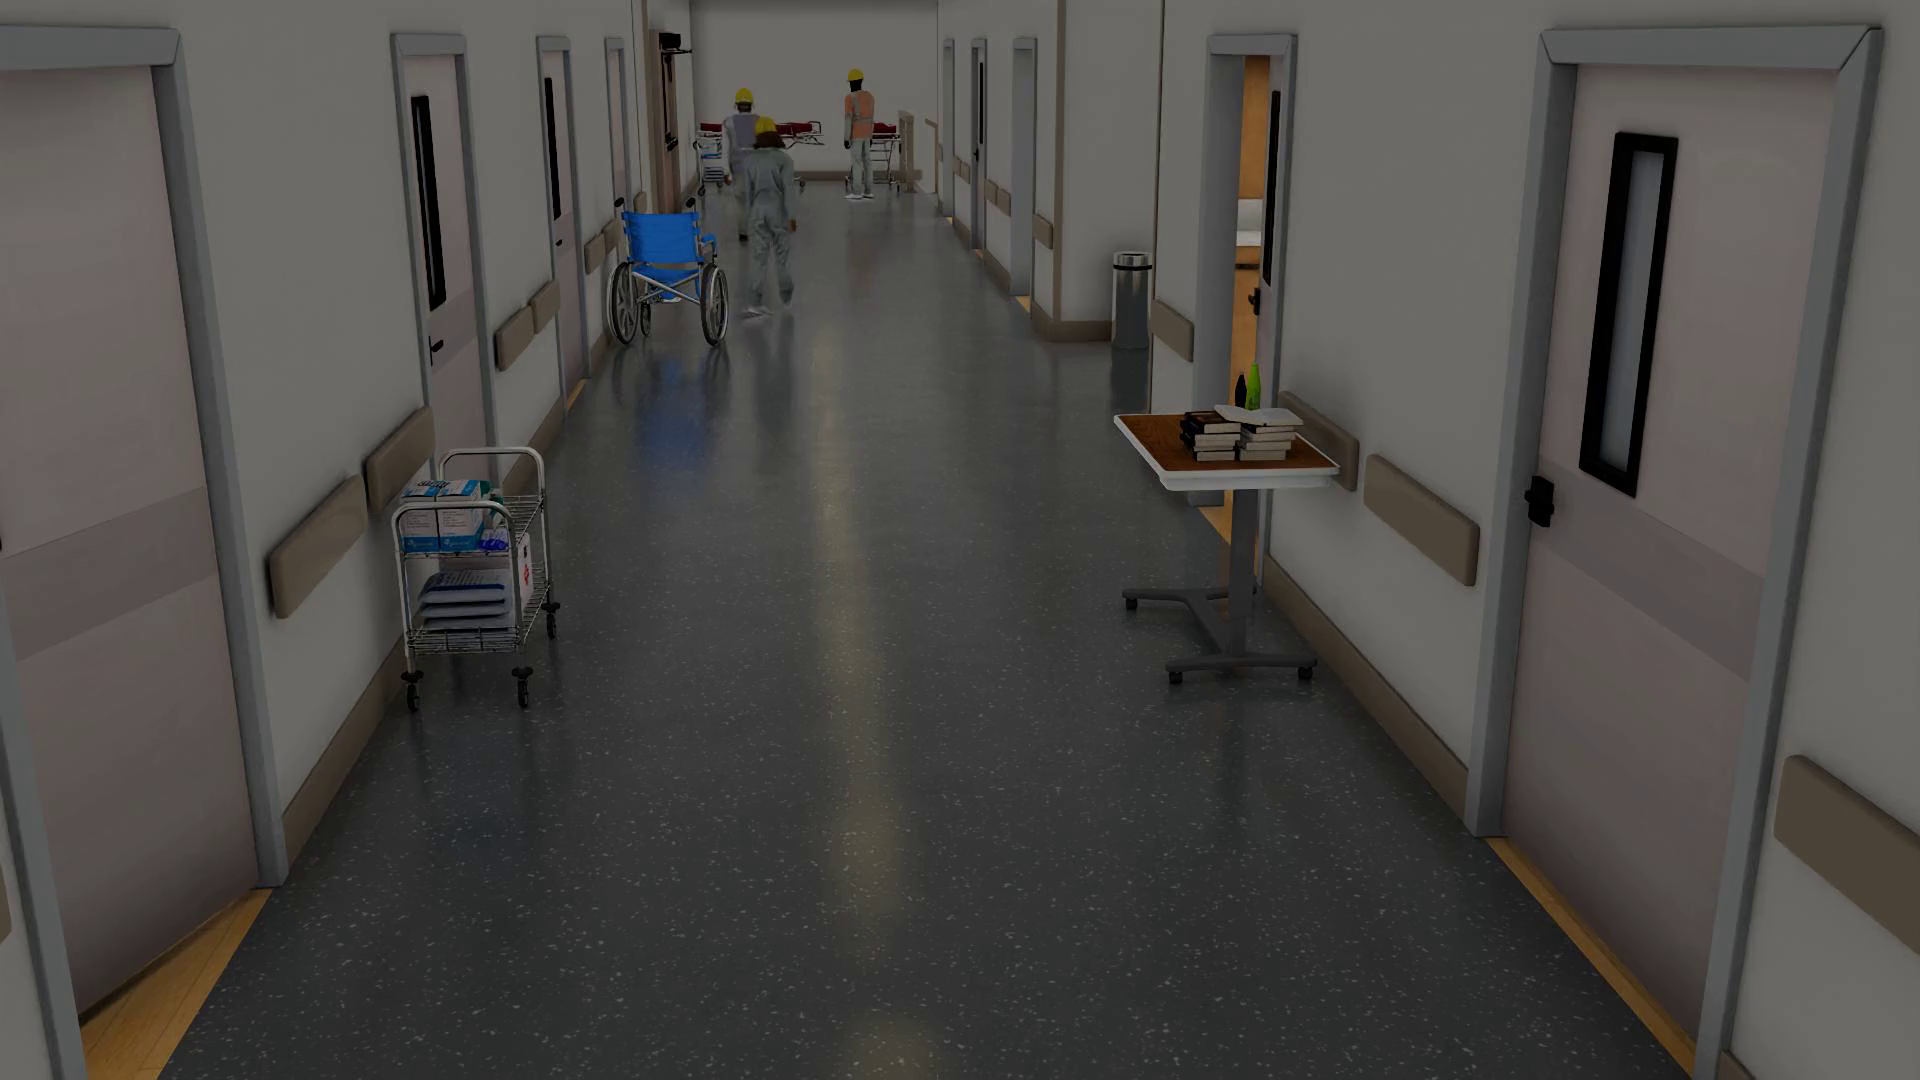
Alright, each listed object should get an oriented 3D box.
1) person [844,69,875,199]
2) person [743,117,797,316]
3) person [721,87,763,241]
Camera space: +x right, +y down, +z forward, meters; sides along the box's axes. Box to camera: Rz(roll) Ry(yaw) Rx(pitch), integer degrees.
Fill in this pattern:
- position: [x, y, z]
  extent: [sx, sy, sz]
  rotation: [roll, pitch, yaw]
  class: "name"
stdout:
- position: [-1.535, -6.118, 25.111]
  extent: [0.397, 1.920, 0.586]
  rotation: [13, 21, 38]
  class: "person"
- position: [-1.649, -2.817, 14.488]
  extent: [0.526, 1.675, 0.884]
  rotation: [4, 17, 14]
  class: "person"
- position: [-2.473, -4.361, 19.446]
  extent: [0.602, 1.806, 0.839]
  rotation: [-3, 17, -10]
  class: "person"
